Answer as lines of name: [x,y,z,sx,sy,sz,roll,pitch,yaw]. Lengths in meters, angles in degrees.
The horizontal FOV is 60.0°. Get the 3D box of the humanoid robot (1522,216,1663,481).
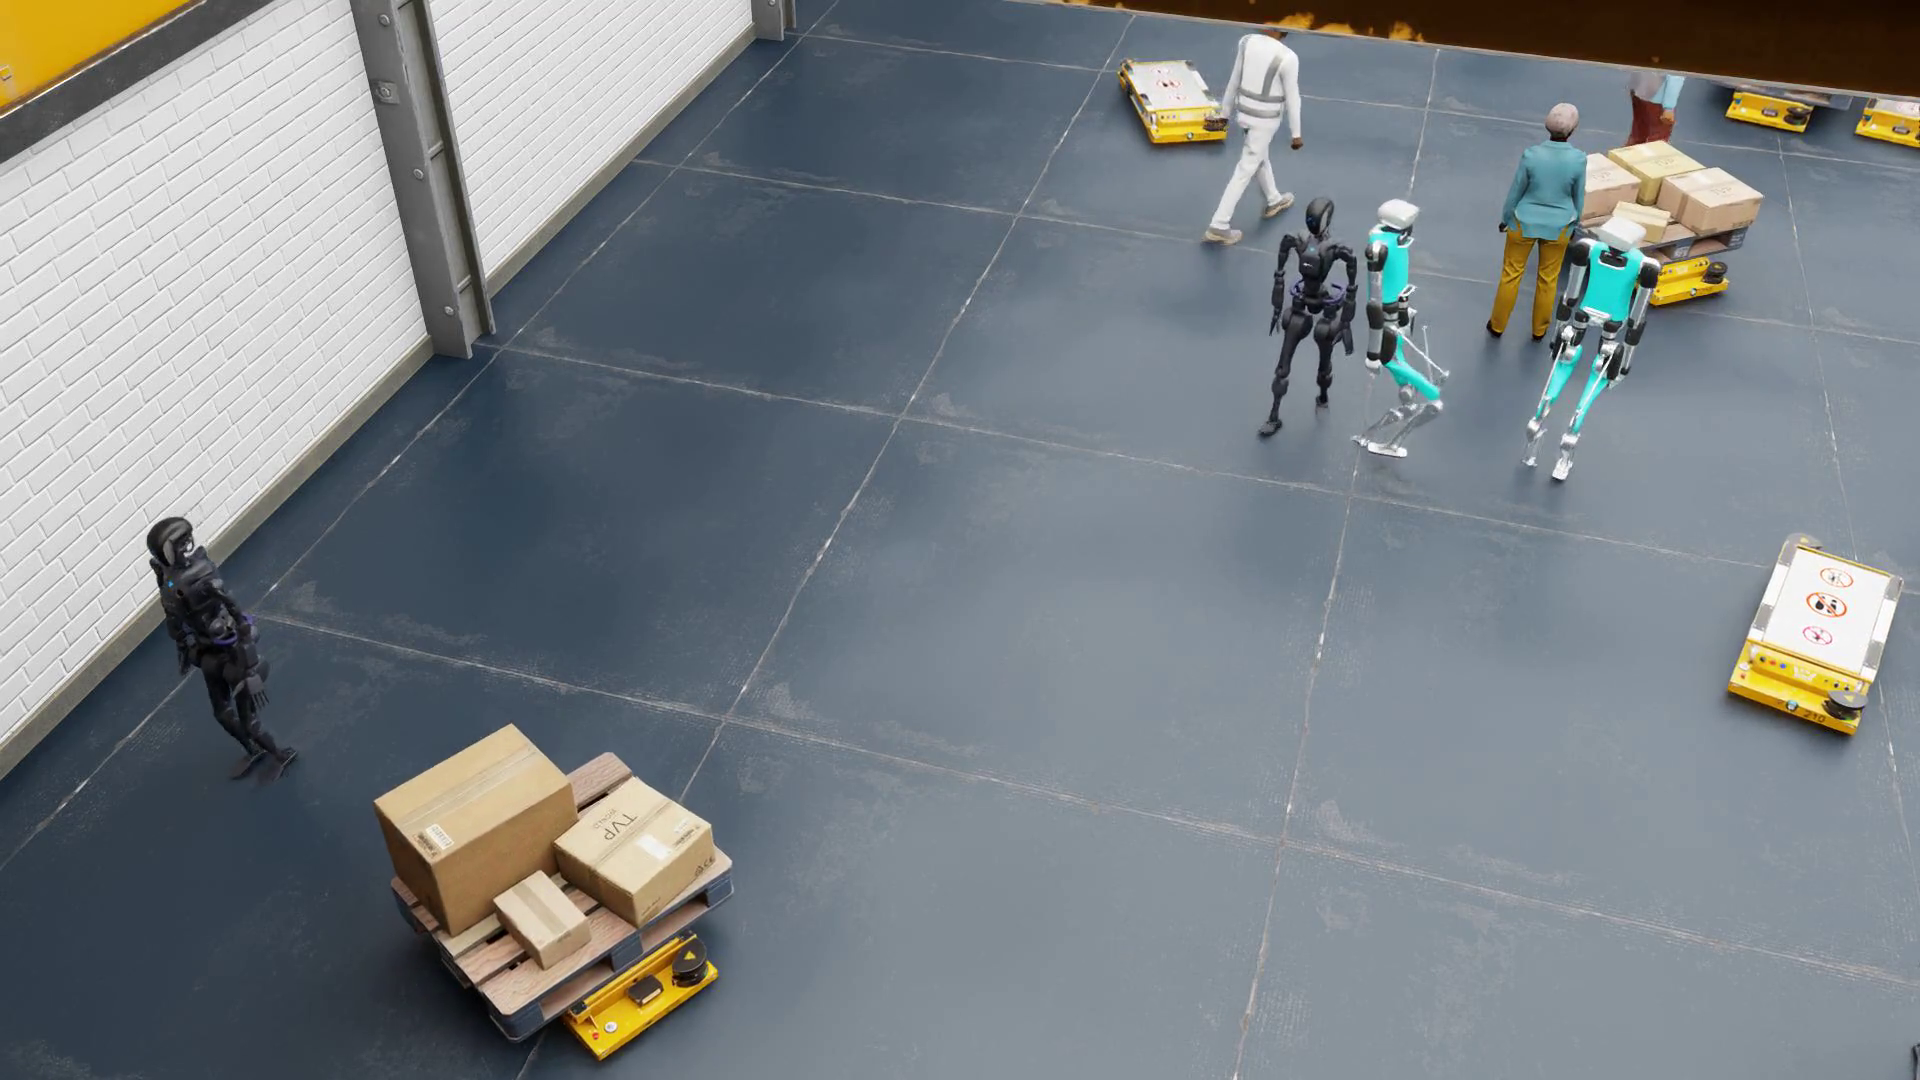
humanoid robot: [3.768,-1.058,10.144,0.535,1.790,0.655,28,46,30]

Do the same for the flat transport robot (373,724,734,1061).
flat transport robot: [-1.831,1.765,7.809,0.659,0.231,1.431,-31,48,-32]

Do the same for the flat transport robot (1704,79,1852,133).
flat transport robot: [7.452,-4.102,15.107,0.659,0.231,1.431,20,43,23]

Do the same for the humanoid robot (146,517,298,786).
humanoid robot: [-3.631,0.570,8.178,0.599,1.656,0.352,17,42,21]

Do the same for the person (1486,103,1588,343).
person: [4.018,-2.180,11.533,0.523,1.751,0.345,9,40,11]

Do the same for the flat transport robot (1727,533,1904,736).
flat transport robot: [4.849,0.497,9.386,0.659,0.231,1.431,22,44,25]

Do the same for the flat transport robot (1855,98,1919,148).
flat transport robot: [8.484,-3.869,14.817,0.659,0.231,1.431,23,44,25]

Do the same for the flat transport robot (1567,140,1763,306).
flat transport robot: [5.182,-2.274,12.833,0.659,0.231,1.431,-14,41,-16]

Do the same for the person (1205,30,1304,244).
person: [2.310,-3.222,12.770,1.023,1.832,0.633,-23,44,-26]

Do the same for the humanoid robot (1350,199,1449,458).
humanoid robot: [2.814,-1.209,10.333,0.763,1.784,0.549,22,44,25]

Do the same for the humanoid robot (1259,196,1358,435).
humanoid robot: [2.275,-1.436,10.694,0.597,1.641,0.639,20,43,23]

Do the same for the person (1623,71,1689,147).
person: [5.457,-3.521,13.124,0.569,1.853,0.598,-9,40,-11]

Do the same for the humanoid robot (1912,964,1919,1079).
humanoid robot: [4.290,1.687,6.780,0.589,1.642,0.384,12,40,14]

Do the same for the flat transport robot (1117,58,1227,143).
flat transport robot: [1.888,-3.961,14.931,0.659,0.231,1.431,-5,39,-7]
